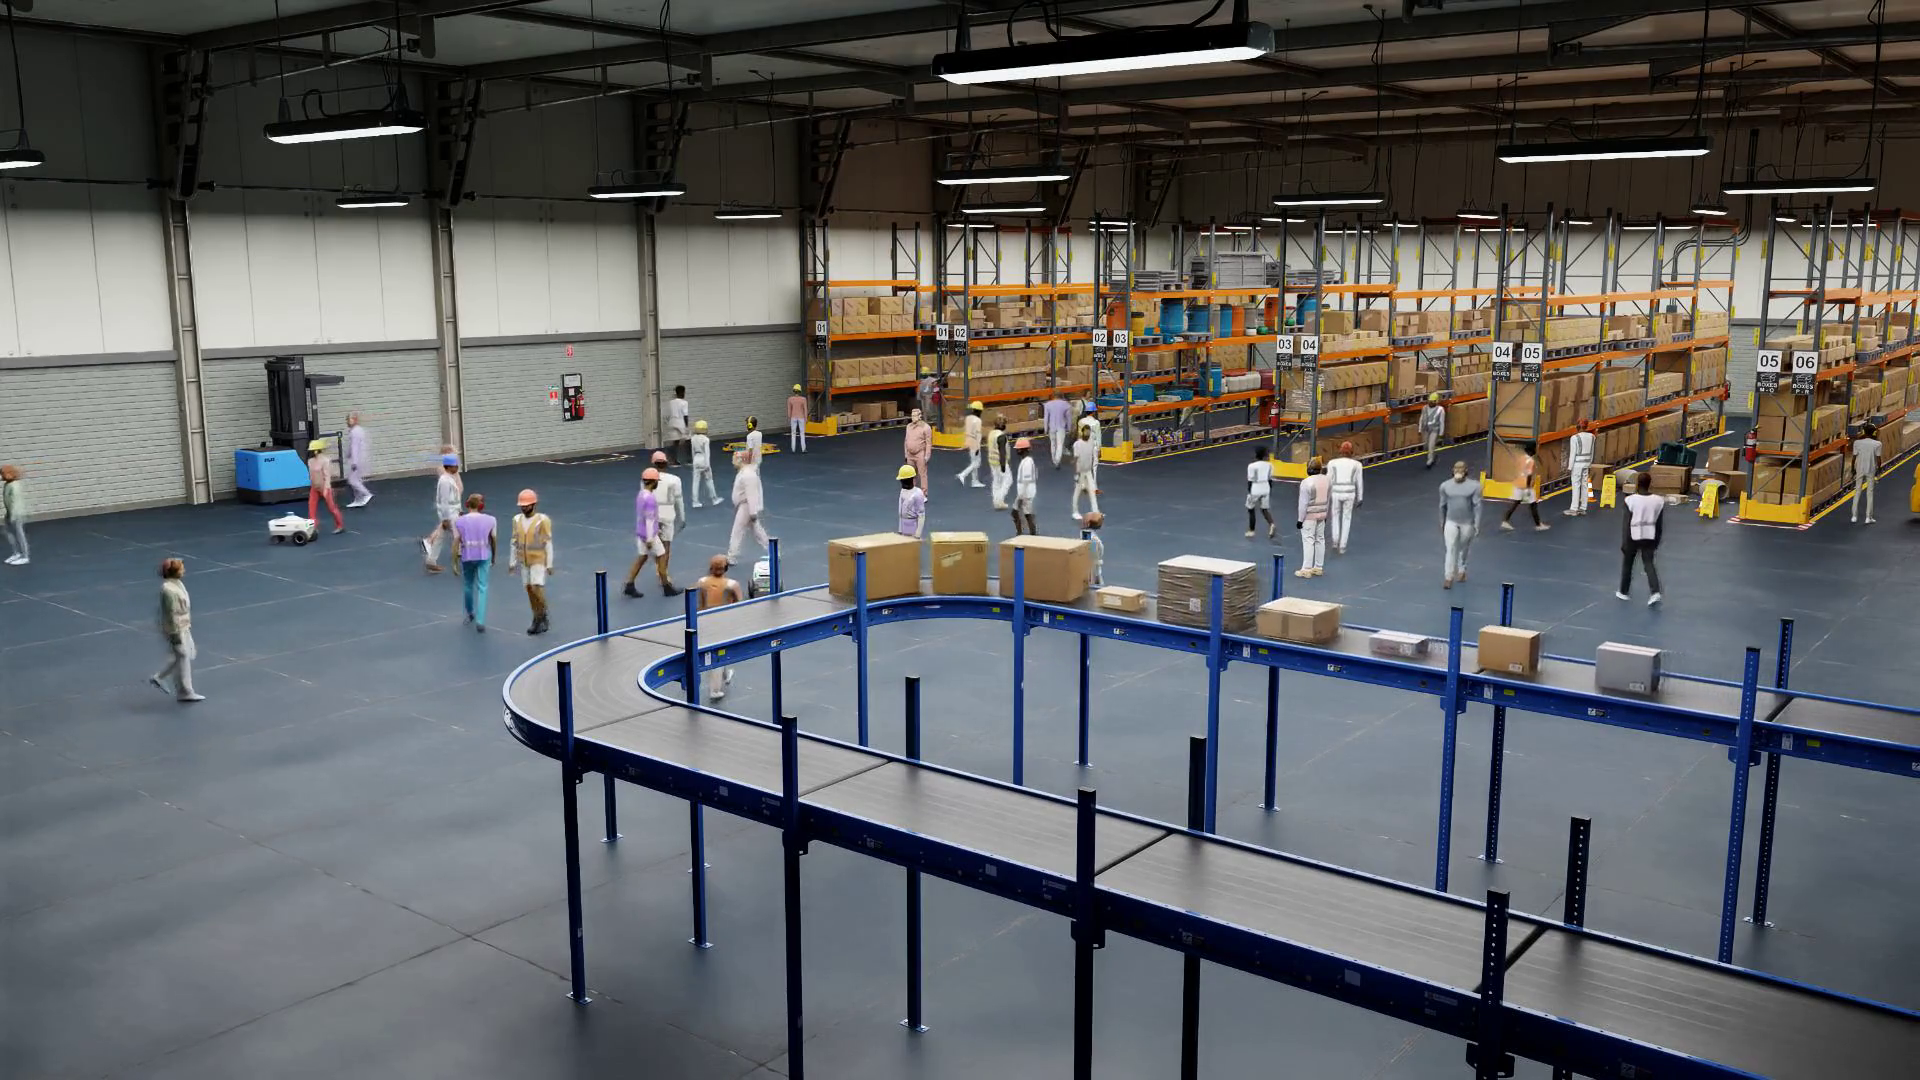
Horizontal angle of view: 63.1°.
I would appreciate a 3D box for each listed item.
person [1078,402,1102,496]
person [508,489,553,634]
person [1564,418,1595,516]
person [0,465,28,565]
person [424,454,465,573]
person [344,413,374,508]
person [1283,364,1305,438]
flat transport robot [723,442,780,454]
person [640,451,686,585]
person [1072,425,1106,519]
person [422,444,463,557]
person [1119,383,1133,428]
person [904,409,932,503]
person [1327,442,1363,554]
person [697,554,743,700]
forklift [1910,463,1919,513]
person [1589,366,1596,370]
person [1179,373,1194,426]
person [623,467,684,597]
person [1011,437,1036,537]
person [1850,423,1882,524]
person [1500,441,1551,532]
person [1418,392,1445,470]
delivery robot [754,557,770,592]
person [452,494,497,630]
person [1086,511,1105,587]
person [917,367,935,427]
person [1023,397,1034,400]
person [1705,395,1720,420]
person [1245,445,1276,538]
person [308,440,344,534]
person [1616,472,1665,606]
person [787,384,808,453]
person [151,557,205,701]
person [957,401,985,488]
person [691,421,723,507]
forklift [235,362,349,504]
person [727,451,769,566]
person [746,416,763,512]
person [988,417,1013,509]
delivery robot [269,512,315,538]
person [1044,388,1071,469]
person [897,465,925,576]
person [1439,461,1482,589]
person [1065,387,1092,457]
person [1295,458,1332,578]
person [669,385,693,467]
[{"bbox_3d":[2.719,-1.907,32.710,0.605,1.951,0.384,10,14,44],"label":"person"},{"bbox_3d":[-5.619,0.284,20.451,0.564,1.917,0.489,4,11,22],"label":"person"},{"bbox_3d":[11.939,-1.416,30.136,0.575,1.883,0.355,-5,11,-25],"label":"person"},{"bbox_3d":[-15.282,-0.401,25.141,0.532,1.615,0.452,10,14,44],"label":"person"},{"bbox_3d":[-7.945,-0.407,24.437,0.992,1.901,0.616,-3,11,-17],"label":"person"},{"bbox_3d":[-11.966,-1.572,30.970,0.436,1.894,0.678,-3,10,-14],"label":"person"},{"bbox_3d":[9.364,-3.869,43.620,0.673,2.000,0.535,4,11,20],"label":"person"},{"bbox_3d":[-5.364,-2.375,40.186,1.431,0.197,0.652,8,13,37],"label":"flat transport robot"},{"bbox_3d":[-4.498,-0.344,23.732,0.630,2.011,0.651,1,10,5],"label":"person"},{"bbox_3d":[2.376,-1.254,29.386,0.560,1.816,0.969,-6,12,-29],"label":"person"},{"bbox_3d":[-8.498,-0.637,25.792,0.740,1.868,0.724,-4,11,-23],"label":"person"},{"bbox_3d":[4.522,-3.492,42.563,0.514,1.612,0.538,5,11,26],"label":"person"},{"bbox_3d":[-0.881,-1.707,31.706,0.651,1.907,0.409,7,13,36],"label":"person"},{"bbox_3d":[6.472,-0.734,26.332,0.617,1.860,0.699,3,11,16],"label":"person"},{"bbox_3d":[-2.660,0.948,17.617,0.547,1.590,0.849,3,11,17],"label":"person"},{"bbox_3d":[19.034,-1.348,28.998,2.313,2.155,1.214,8,13,37],"label":"forklift"},{"bbox_3d":[17.762,-3.894,43.845,0.696,1.968,0.509,9,13,40],"label":"person"},{"bbox_3d":[6.693,-4.158,46.400,0.873,1.583,0.521,-8,13,-37],"label":"person"},{"bbox_3d":[-4.529,-0.109,22.771,0.750,1.926,0.545,-5,11,-28],"label":"person"},{"bbox_3d":[1.029,-0.781,26.477,0.673,1.914,0.548,-1,10,-3],"label":"person"},{"bbox_3d":[16.939,-1.251,29.242,0.510,1.872,0.329,9,13,40],"label":"person"},{"bbox_3d":[10.226,-0.969,28.260,0.880,1.654,0.542,0,10,-2],"label":"person"},{"bbox_3d":[11.173,-2.597,36.994,0.697,1.808,0.600,-9,14,-43],"label":"person"},{"bbox_3d":[-2.853,0.487,23.016,0.477,0.478,0.707,-1,10,-5],"label":"delivery robot"},{"bbox_3d":[-6.481,0.269,20.934,0.570,1.775,1.025,-3,11,-17],"label":"person"},{"bbox_3d":[1.752,0.430,20.446,0.371,1.625,0.548,1,10,6],"label":"person"},{"bbox_3d":[-1.015,-4.138,45.635,0.629,1.818,0.470,9,14,42],"label":"person"},{"bbox_3d":[2.043,-4.360,46.549,0.355,1.938,0.545,-5,11,-28],"label":"person"},{"bbox_3d":[22.739,-4.415,47.208,0.616,1.809,0.618,-6,12,-32],"label":"person"},{"bbox_3d":[5.284,-0.835,27.429,0.542,1.675,0.677,-4,11,-23],"label":"person"},{"bbox_3d":[-11.357,-0.923,27.817,0.536,1.722,0.898,4,11,23],"label":"person"},{"bbox_3d":[9.758,-0.023,22.326,0.605,1.885,0.940,0,10,-2],"label":"person"},{"bbox_3d":[-4.138,-3.089,39.881,0.524,1.769,0.314,1,10,4],"label":"person"},{"bbox_3d":[-8.697,0.991,17.310,0.467,1.626,0.521,-3,10,-14],"label":"person"},{"bbox_3d":[0.245,-2.049,33.654,0.652,1.901,0.583,-6,11,-28],"label":"person"},{"bbox_3d":[-5.110,-1.528,31.220,0.508,1.707,0.734,6,12,32],"label":"person"},{"bbox_3d":[-13.803,-2.244,32.110,1.129,2.768,1.873,8,13,37],"label":"forklift"},{"bbox_3d":[-3.415,-0.511,25.169,0.993,1.849,0.698,-1,10,-7],"label":"person"},{"bbox_3d":[-4.045,-1.490,30.594,0.328,1.870,0.510,3,11,19],"label":"person"},{"bbox_3d":[0.794,-1.515,30.826,0.474,1.831,0.661,-4,11,-20],"label":"person"},{"bbox_3d":[-11.590,-0.243,27.127,0.707,0.478,0.477,0,10,1],"label":"delivery robot"},{"bbox_3d":[2.298,-2.632,36.940,0.643,1.905,0.966,1,10,7],"label":"person"},{"bbox_3d":[-0.736,-0.143,22.869,0.382,1.919,0.584,-6,12,-31],"label":"person"},{"bbox_3d":[7.542,-0.255,23.606,0.647,1.890,1.016,4,11,23],"label":"person"},{"bbox_3d":[2.963,-2.870,38.498,0.529,1.820,0.635,-9,14,-43],"label":"person"},{"bbox_3d":[5.450,-0.347,24.236,0.623,1.844,0.429,-7,12,-35],"label":"person"},{"bbox_3d":[-6.586,-2.725,37.340,0.654,1.932,0.859,7,12,36],"label":"person"}]
